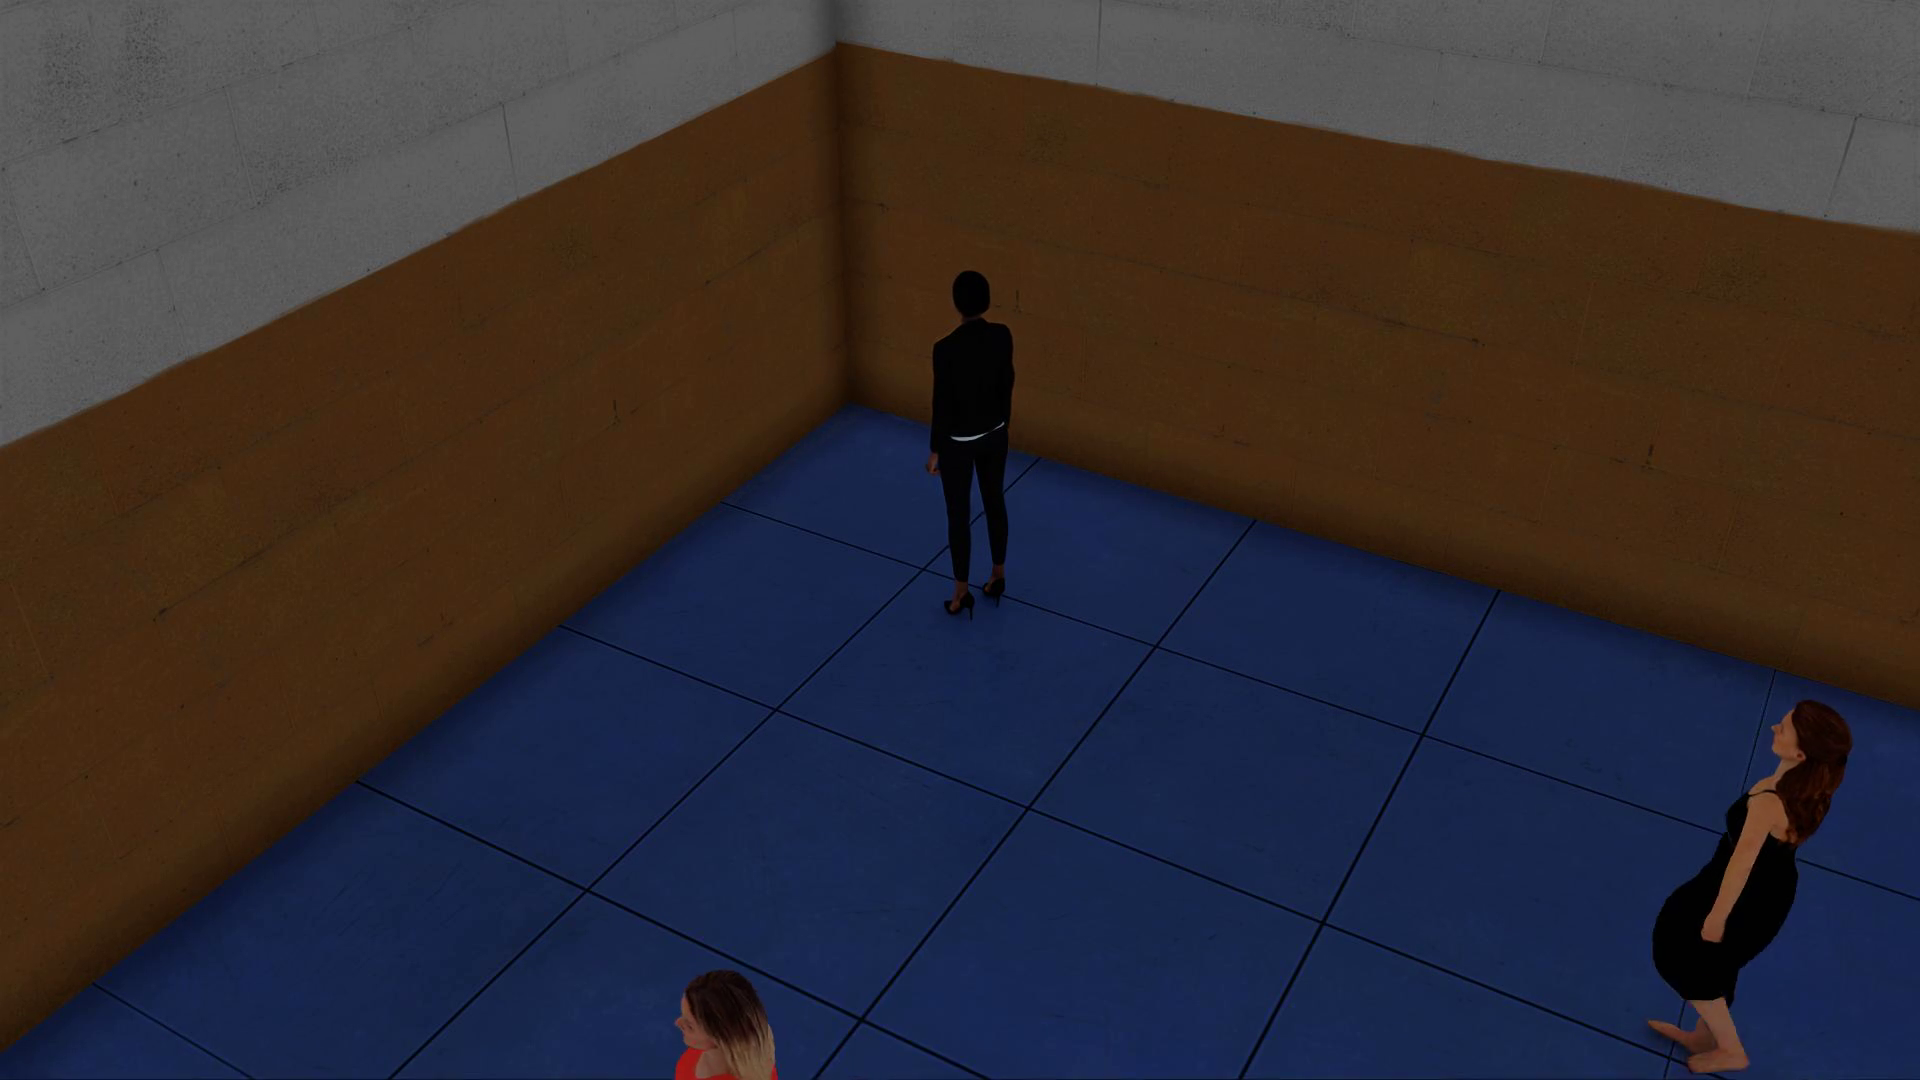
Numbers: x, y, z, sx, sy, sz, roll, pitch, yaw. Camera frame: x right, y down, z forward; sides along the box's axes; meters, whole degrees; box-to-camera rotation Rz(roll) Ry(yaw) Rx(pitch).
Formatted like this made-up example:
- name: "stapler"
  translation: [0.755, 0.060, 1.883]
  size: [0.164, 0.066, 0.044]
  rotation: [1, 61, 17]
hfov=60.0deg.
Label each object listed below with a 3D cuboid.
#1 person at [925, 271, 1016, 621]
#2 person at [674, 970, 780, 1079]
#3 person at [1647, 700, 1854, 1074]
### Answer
- name: "person"
  translation: [0.063, -0.434, 7.951]
  size: [0.622, 1.836, 0.739]
  rotation: [-18, 38, -25]
- name: "person"
  translation: [-0.504, 1.815, 4.738]
  size: [1.056, 1.650, 1.188]
  rotation: [0, 34, 0]
- name: "person"
  translation: [2.727, 1.252, 5.618]
  size: [0.723, 1.613, 0.779]
  rotation: [-24, 40, -31]
